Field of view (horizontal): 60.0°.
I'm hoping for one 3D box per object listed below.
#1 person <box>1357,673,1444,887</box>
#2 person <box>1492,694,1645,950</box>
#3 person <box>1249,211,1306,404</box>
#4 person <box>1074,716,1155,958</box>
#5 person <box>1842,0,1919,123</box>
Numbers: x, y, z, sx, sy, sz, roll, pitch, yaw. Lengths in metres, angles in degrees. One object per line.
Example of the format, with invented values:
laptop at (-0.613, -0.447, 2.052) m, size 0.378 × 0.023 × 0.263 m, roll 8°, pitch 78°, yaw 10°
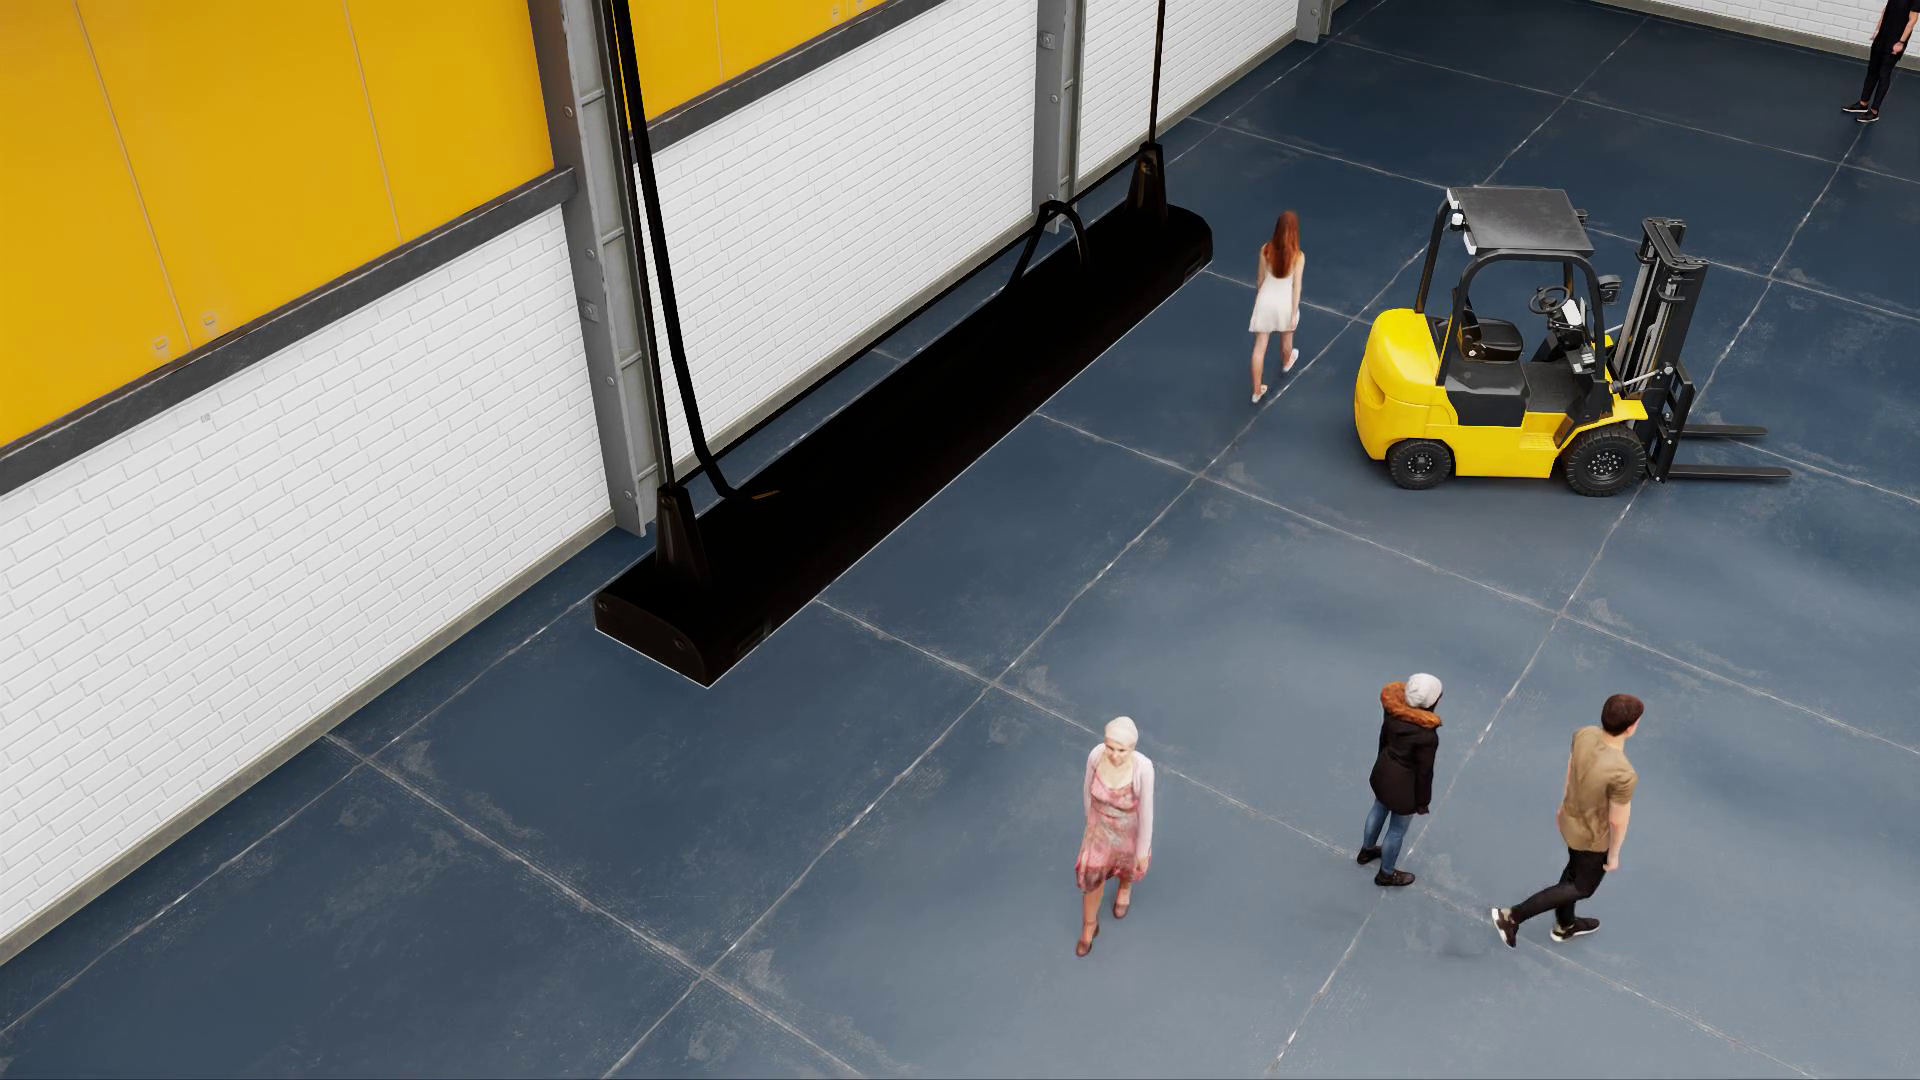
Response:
person at (2.610, 1.399, 9.831) m, size 0.781 × 1.634 × 0.745 m, roll -13°, pitch 40°, yaw -16°
person at (3.438, 1.641, 9.374) m, size 1.123 × 1.825 × 1.061 m, roll -5°, pitch 39°, yaw -6°
person at (2.614, -1.913, 13.940) m, size 0.663 × 1.682 × 1.053 m, roll 19°, pitch 42°, yaw 22°
person at (0.937, 1.586, 9.572) m, size 0.738 × 1.666 × 0.925 m, roll 12°, pitch 40°, yaw 14°
person at (10.293, -5.559, 18.364) m, size 0.825 × 1.857 × 0.754 m, roll -5°, pitch 39°, yaw -6°
